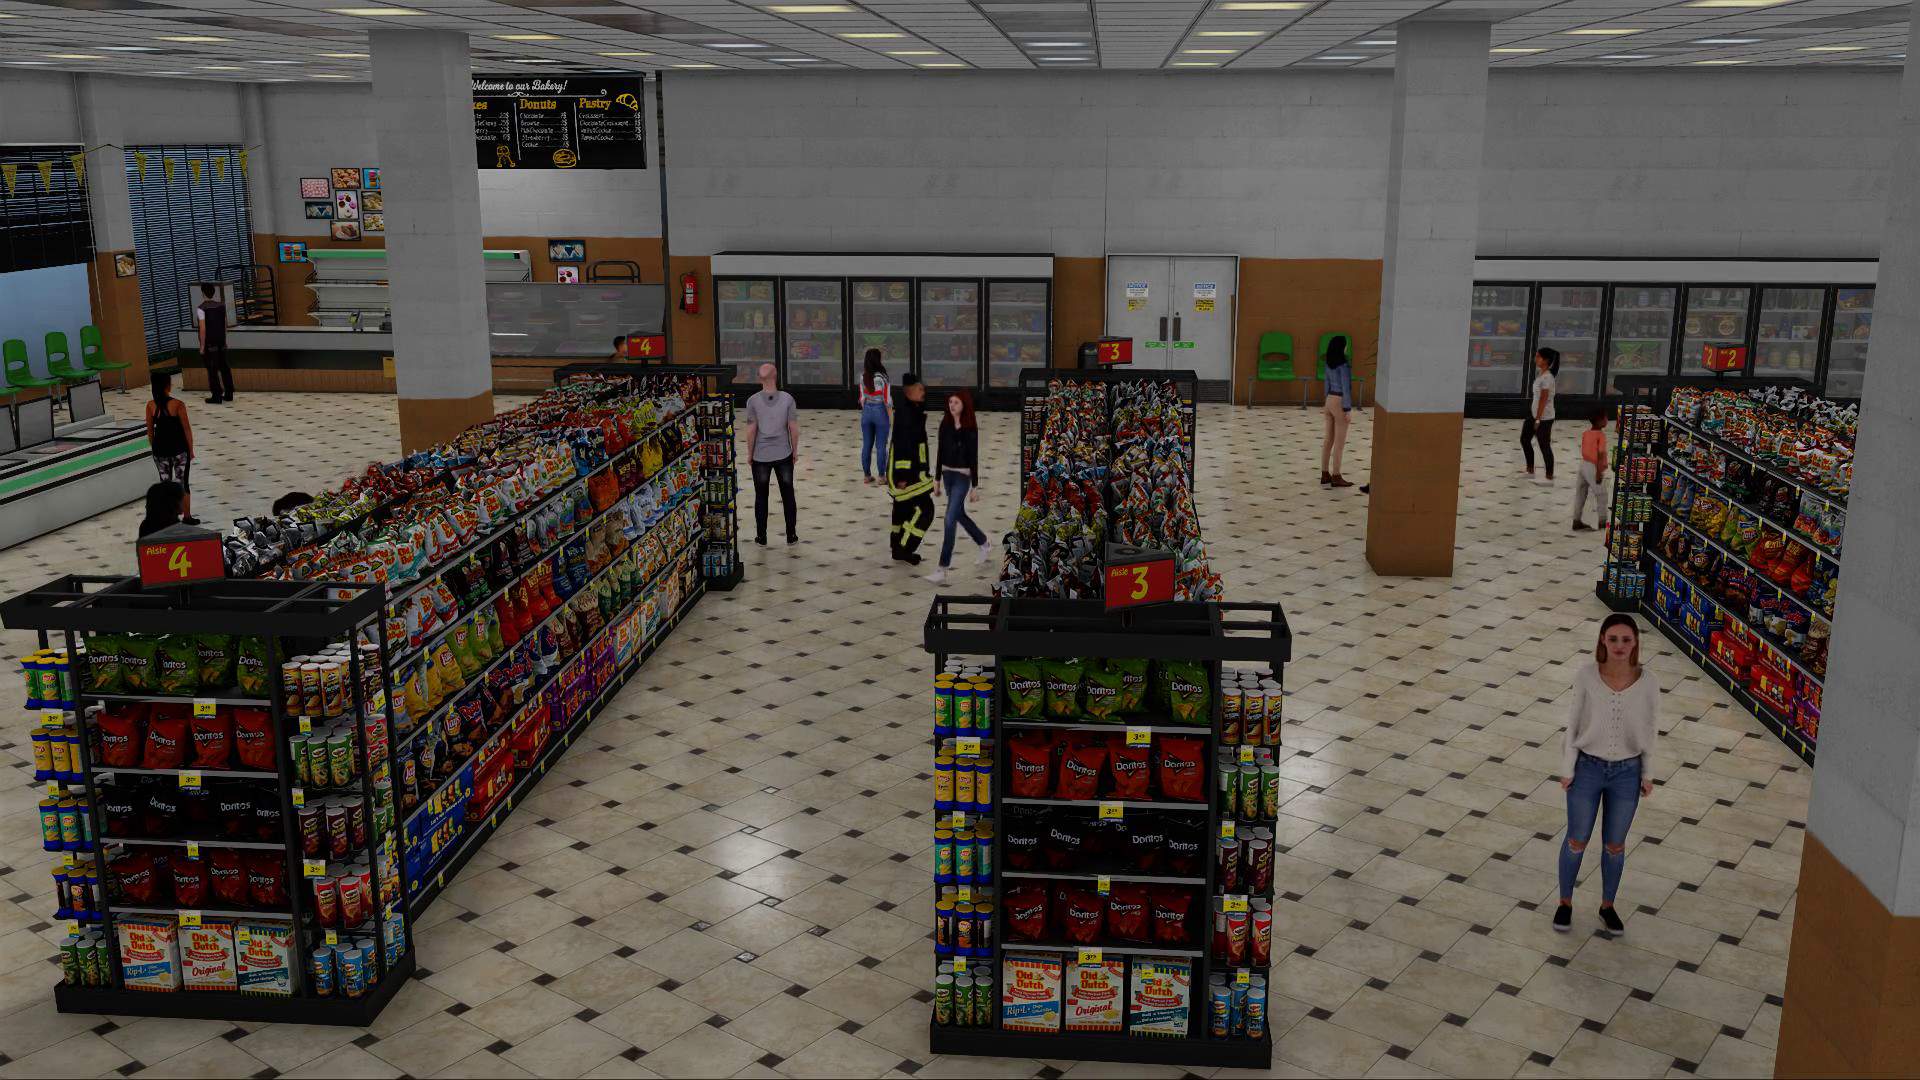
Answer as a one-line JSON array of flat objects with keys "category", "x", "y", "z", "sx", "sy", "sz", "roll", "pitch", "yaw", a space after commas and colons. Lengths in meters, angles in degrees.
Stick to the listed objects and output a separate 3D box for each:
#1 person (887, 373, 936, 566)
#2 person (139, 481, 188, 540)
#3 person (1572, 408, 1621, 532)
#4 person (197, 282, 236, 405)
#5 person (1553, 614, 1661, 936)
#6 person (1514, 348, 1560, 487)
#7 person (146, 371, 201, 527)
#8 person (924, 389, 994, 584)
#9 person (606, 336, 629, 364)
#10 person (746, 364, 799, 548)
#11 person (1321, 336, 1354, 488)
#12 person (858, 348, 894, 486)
[{"category": "person", "x": -0.575, "y": -0.682, "z": 15.932, "sx": 0.807, "sy": 1.849, "sz": 0.645, "roll": 1, "pitch": 14, "yaw": 3}, {"category": "person", "x": -5.520, "y": 0.479, "z": 11.491, "sx": 0.621, "sy": 1.686, "sz": 1.195, "roll": 1, "pitch": 14, "yaw": 5}, {"category": "person", "x": 6.502, "y": -0.717, "z": 17.255, "sx": 0.732, "sy": 1.294, "sz": 0.755, "roll": -4, "pitch": 14, "yaw": -17}, {"category": "person", "x": -11.511, "y": -3.044, "z": 25.675, "sx": 0.785, "sy": 1.848, "sz": 0.640, "roll": 7, "pitch": 15, "yaw": 25}, {"category": "person", "x": 3.307, "y": 1.194, "z": 8.535, "sx": 0.647, "sy": 1.691, "sz": 0.592, "roll": 3, "pitch": 14, "yaw": 13}, {"category": "person", "x": 6.924, "y": -1.432, "z": 19.502, "sx": 0.691, "sy": 1.625, "sz": 0.644, "roll": 3, "pitch": 14, "yaw": 12}, {"category": "person", "x": -8.296, "y": -0.960, "z": 17.475, "sx": 0.611, "sy": 1.662, "sz": 0.540, "roll": -1, "pitch": 14, "yaw": -3}, {"category": "person", "x": 0.025, "y": -0.509, "z": 15.422, "sx": 1.060, "sy": 1.754, "sz": 1.259, "roll": 11, "pitch": 18, "yaw": 39}, {"category": "person", "x": -4.586, "y": -1.983, "z": 22.185, "sx": 0.801, "sy": 1.430, "sz": 0.904, "roll": -2, "pitch": 14, "yaw": -10}, {"category": "person", "x": -1.887, "y": -0.857, "z": 16.679, "sx": 0.723, "sy": 1.837, "sz": 0.673, "roll": -2, "pitch": 14, "yaw": -10}, {"category": "person", "x": 4.429, "y": -1.524, "z": 19.565, "sx": 0.753, "sy": 1.774, "sz": 0.641, "roll": -5, "pitch": 14, "yaw": -19}, {"category": "person", "x": -1.003, "y": -1.466, "z": 19.665, "sx": 0.655, "sy": 1.614, "sz": 0.636, "roll": 7, "pitch": 15, "yaw": 26}]
